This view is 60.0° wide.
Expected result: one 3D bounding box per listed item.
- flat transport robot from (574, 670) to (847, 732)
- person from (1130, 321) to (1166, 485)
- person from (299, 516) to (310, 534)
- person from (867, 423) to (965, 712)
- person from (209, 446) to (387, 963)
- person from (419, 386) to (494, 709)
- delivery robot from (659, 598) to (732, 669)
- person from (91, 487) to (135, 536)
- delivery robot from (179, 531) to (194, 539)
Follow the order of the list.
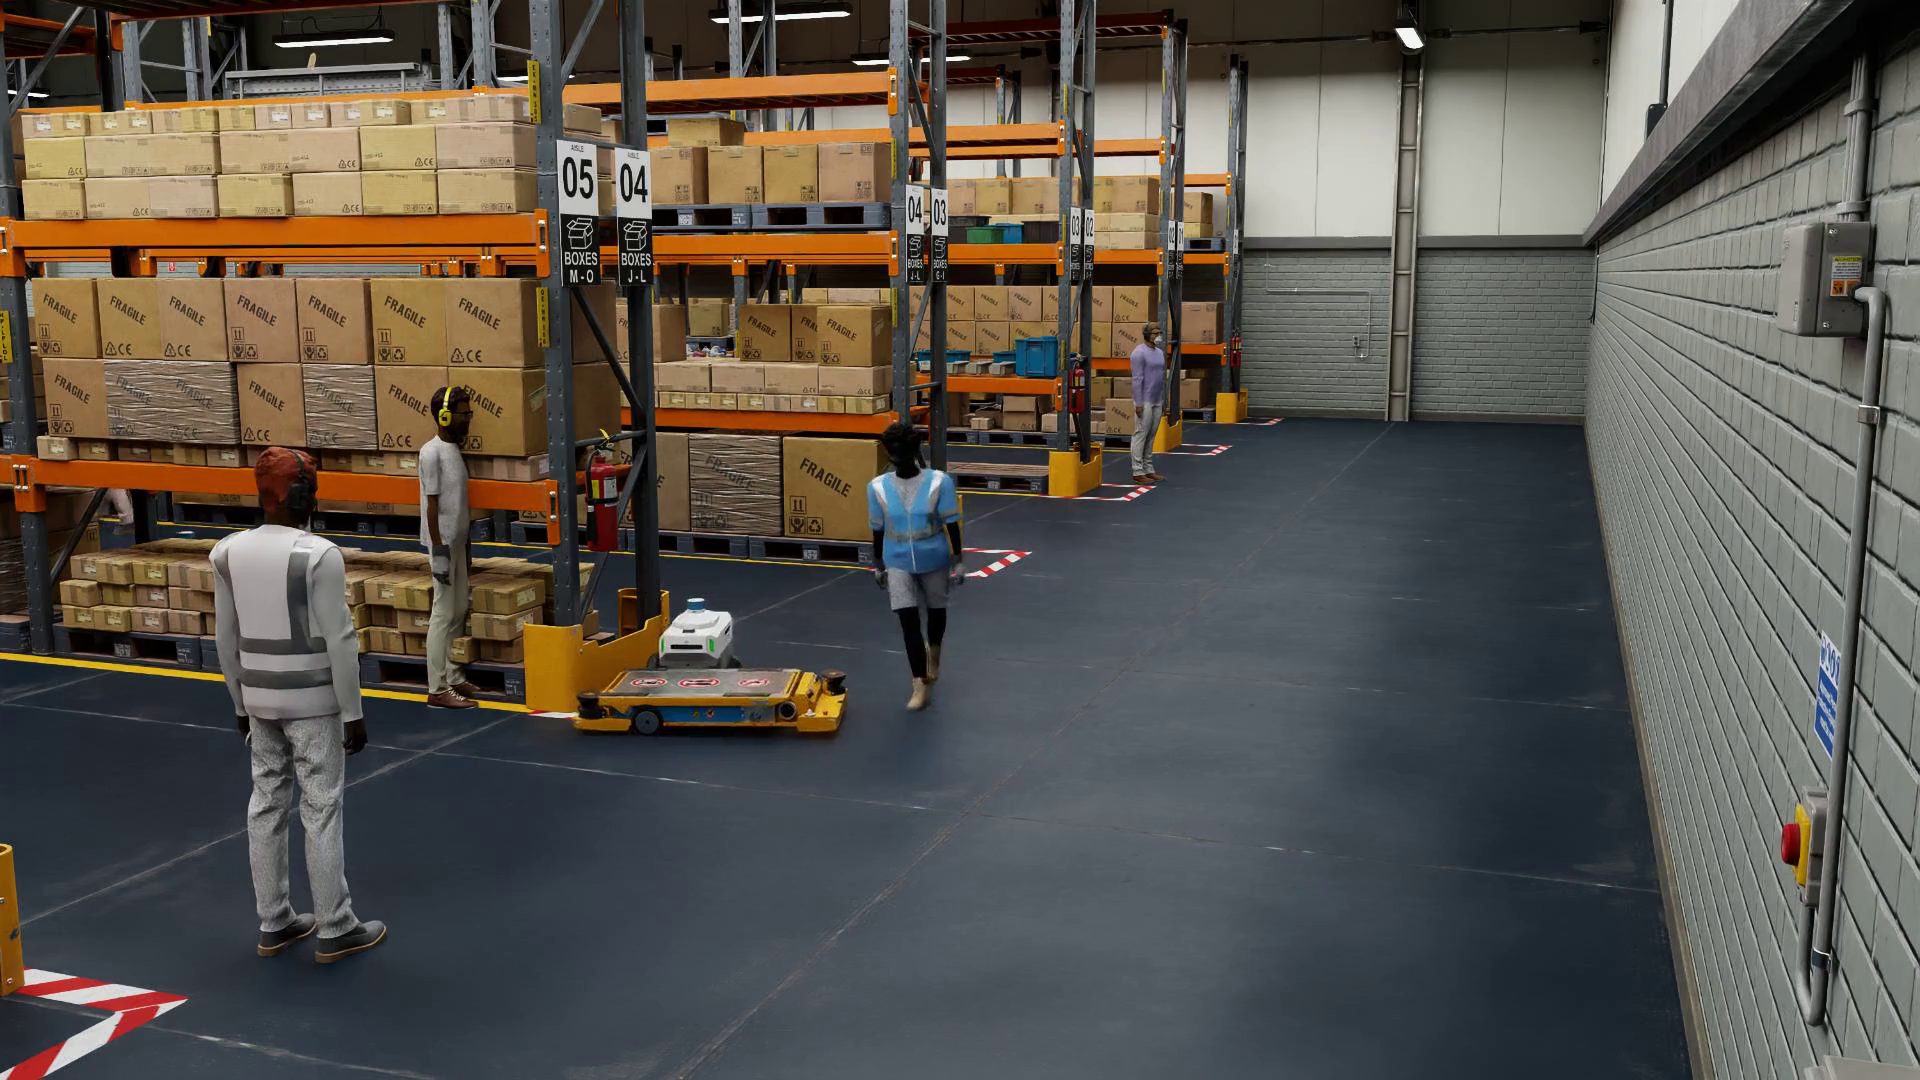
[{"bbox_3d":[-1.371,0.887,9.292,1.431,0.197,0.652,0,9,1],"label":"flat transport robot"},{"bbox_3d":[2.256,-1.638,19.861,0.373,1.940,0.628,6,11,33],"label":"person"},{"bbox_3d":[-5.639,-0.648,13.987,0.429,1.841,0.636,6,11,33],"label":"person"},{"bbox_3d":[-0.243,0.123,9.771,0.572,1.660,0.758,1,9,6],"label":"person"},{"bbox_3d":[-2.416,0.600,6.057,0.573,1.887,0.355,3,10,19],"label":"person"},{"bbox_3d":[-2.933,0.046,9.610,0.333,1.860,0.510,0,9,3],"label":"person"},{"bbox_3d":[-1.576,0.592,9.955,0.477,0.478,0.707,0,9,1],"label":"delivery robot"},{"bbox_3d":[-8.272,-1.013,15.964,1.020,1.947,0.621,4,10,22],"label":"person"},{"bbox_3d":[-5.822,0.178,12.539,0.707,0.478,0.477,3,10,19],"label":"delivery robot"}]
